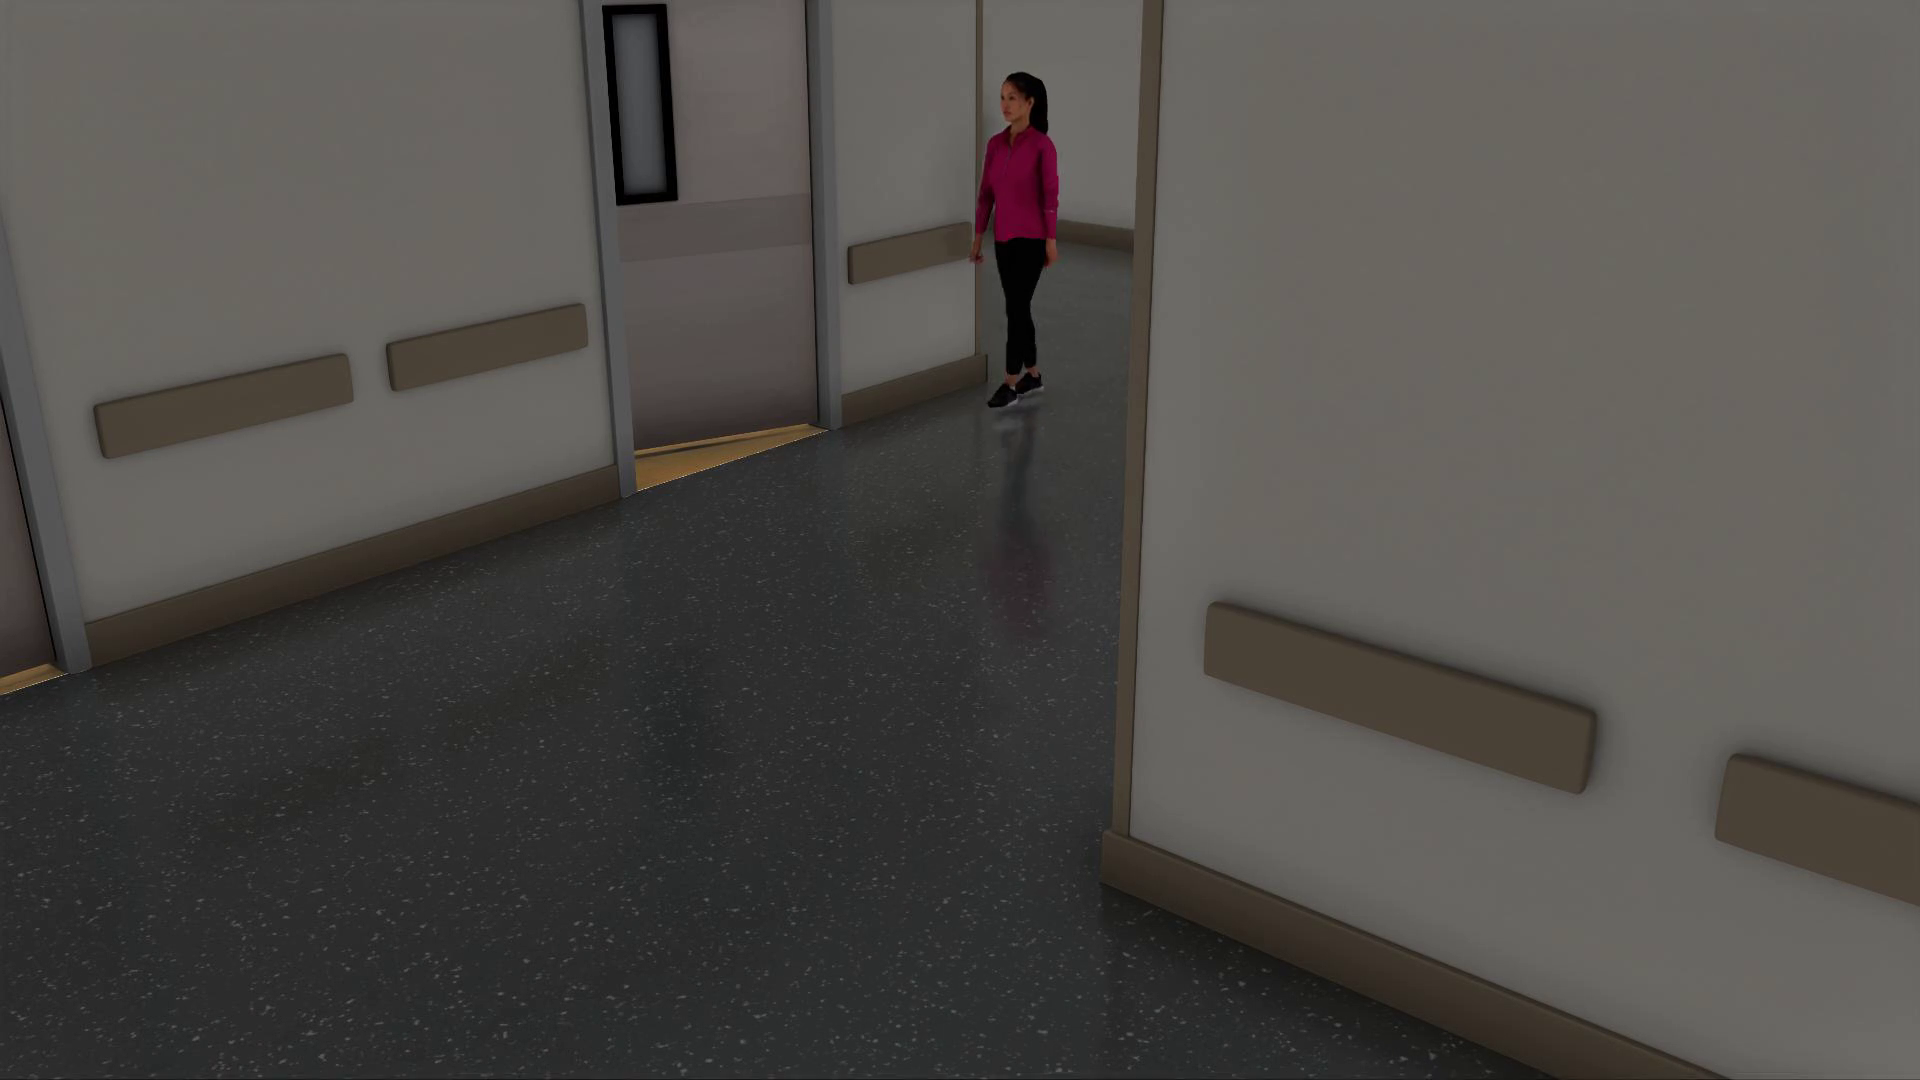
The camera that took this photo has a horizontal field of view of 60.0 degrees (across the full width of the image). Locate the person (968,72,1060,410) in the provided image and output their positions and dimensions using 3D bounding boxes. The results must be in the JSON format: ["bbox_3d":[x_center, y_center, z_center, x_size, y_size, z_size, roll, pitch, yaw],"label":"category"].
[{"bbox_3d":[0.370,-1.544,8.614,0.589,1.680,0.800,17,27,38],"label":"person"}]
